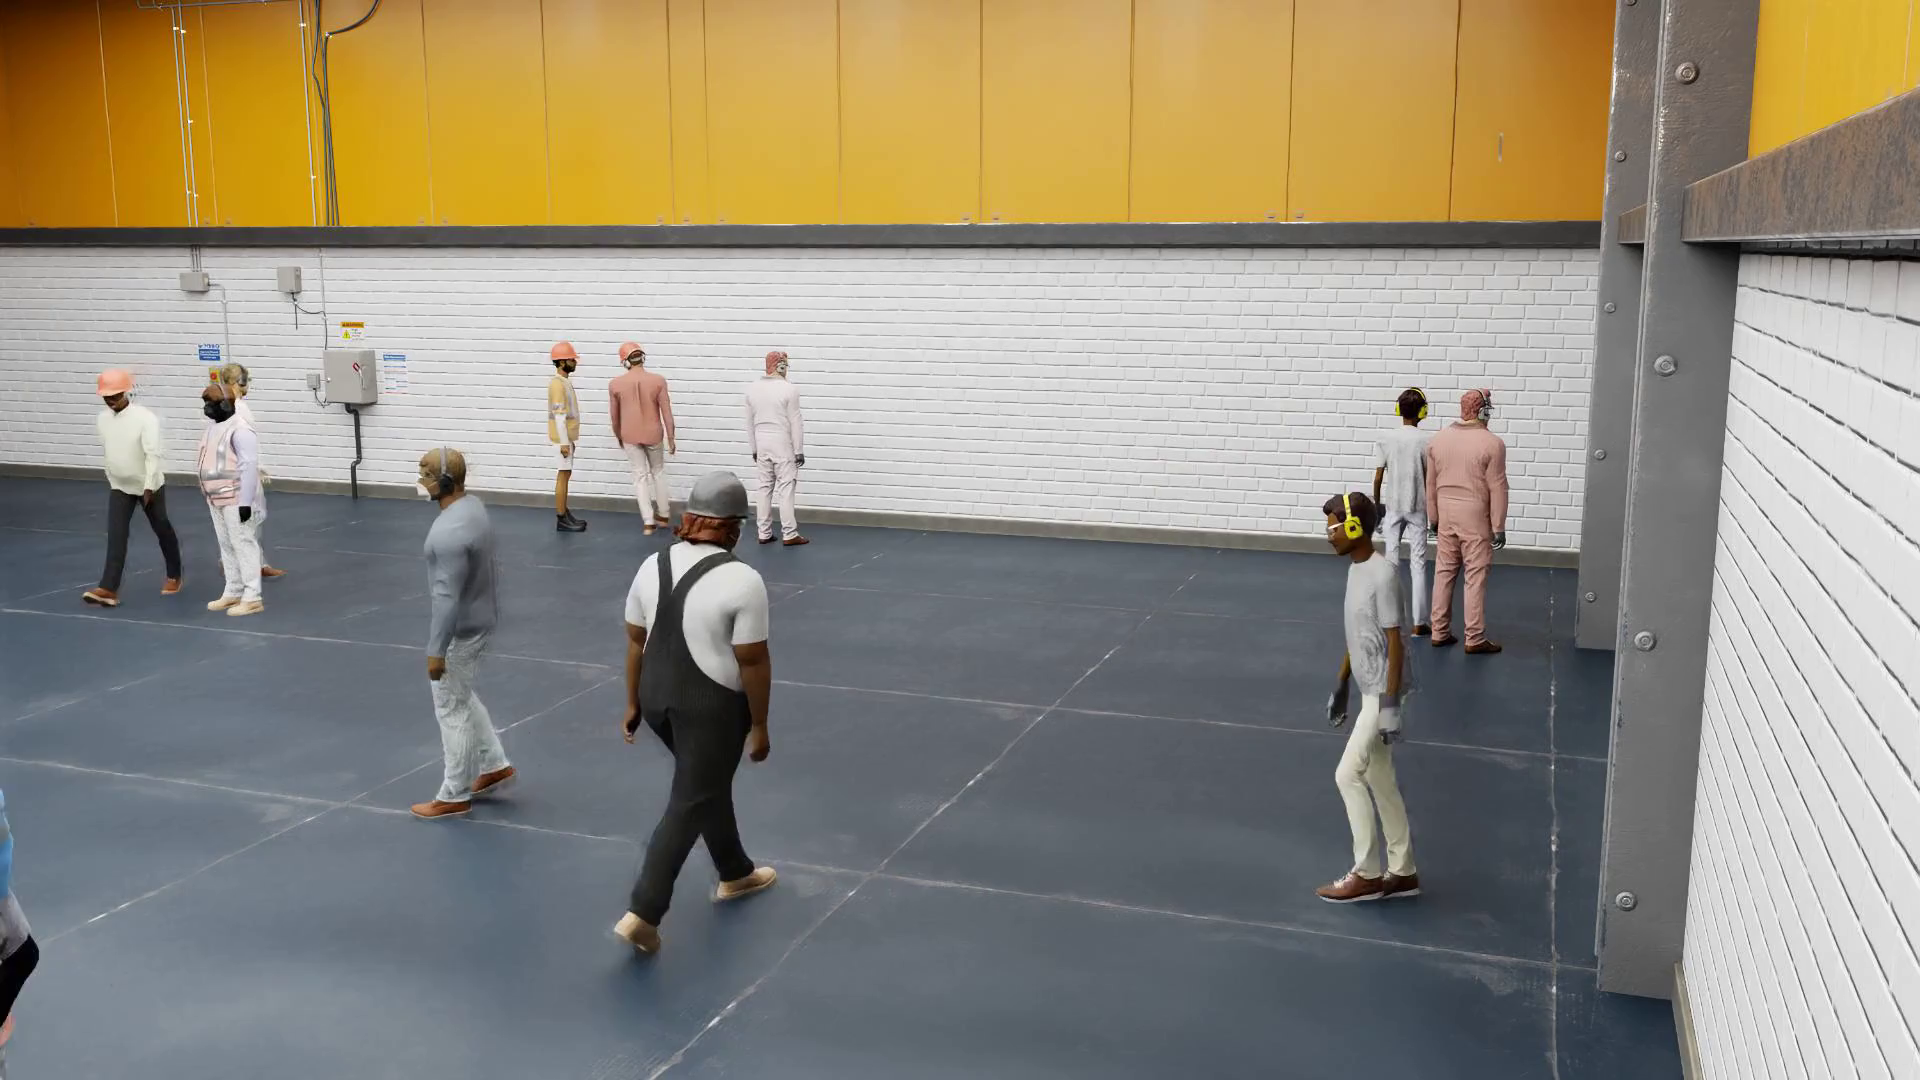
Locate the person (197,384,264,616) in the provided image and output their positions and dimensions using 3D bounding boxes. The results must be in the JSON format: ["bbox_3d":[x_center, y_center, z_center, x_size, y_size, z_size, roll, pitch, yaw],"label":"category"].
[{"bbox_3d":[-5.802,-0.322,13.199,0.633,1.839,0.429,9,13,41],"label":"person"}]

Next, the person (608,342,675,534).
[{"bbox_3d":[-3.253,-1.051,17.022,0.648,1.943,0.731,-2,10,-13],"label":"person"}]

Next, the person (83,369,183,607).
[{"bbox_3d":[-6.770,-0.435,13.610,0.627,1.927,1.052,2,10,11],"label":"person"}]

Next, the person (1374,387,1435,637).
[{"bbox_3d":[3.347,-0.208,12.469,0.521,1.873,0.334,6,12,30],"label":"person"}]

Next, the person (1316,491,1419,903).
[{"bbox_3d":[1.809,0.703,7.449,0.606,1.823,0.605,0,10,2],"label":"person"}]

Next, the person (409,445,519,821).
[{"bbox_3d":[-2.588,0.473,8.472,0.463,1.929,0.673,-1,10,-5],"label":"person"}]

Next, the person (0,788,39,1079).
[{"bbox_3d":[-3.179,1.145,5.370,0.403,1.678,0.557,-7,12,-34],"label":"person"}]

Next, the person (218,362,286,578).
[{"bbox_3d":[-6.192,-0.580,14.434,0.469,1.915,0.659,-4,11,-23],"label":"person"}]

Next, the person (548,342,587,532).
[{"bbox_3d":[-4.028,-1.056,17.060,0.367,1.938,0.548,-2,10,-9],"label":"person"}]

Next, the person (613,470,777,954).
[{"bbox_3d":[-1.150,0.671,7.039,0.707,2.000,1.045,8,13,38],"label":"person"}]

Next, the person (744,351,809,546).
[{"bbox_3d":[-1.772,-0.891,16.238,0.636,1.902,0.406,6,12,30],"label":"person"}]

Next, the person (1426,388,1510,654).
[{"bbox_3d":[3.673,-0.140,11.990,0.401,1.906,0.650,-7,13,-36],"label":"person"}]
